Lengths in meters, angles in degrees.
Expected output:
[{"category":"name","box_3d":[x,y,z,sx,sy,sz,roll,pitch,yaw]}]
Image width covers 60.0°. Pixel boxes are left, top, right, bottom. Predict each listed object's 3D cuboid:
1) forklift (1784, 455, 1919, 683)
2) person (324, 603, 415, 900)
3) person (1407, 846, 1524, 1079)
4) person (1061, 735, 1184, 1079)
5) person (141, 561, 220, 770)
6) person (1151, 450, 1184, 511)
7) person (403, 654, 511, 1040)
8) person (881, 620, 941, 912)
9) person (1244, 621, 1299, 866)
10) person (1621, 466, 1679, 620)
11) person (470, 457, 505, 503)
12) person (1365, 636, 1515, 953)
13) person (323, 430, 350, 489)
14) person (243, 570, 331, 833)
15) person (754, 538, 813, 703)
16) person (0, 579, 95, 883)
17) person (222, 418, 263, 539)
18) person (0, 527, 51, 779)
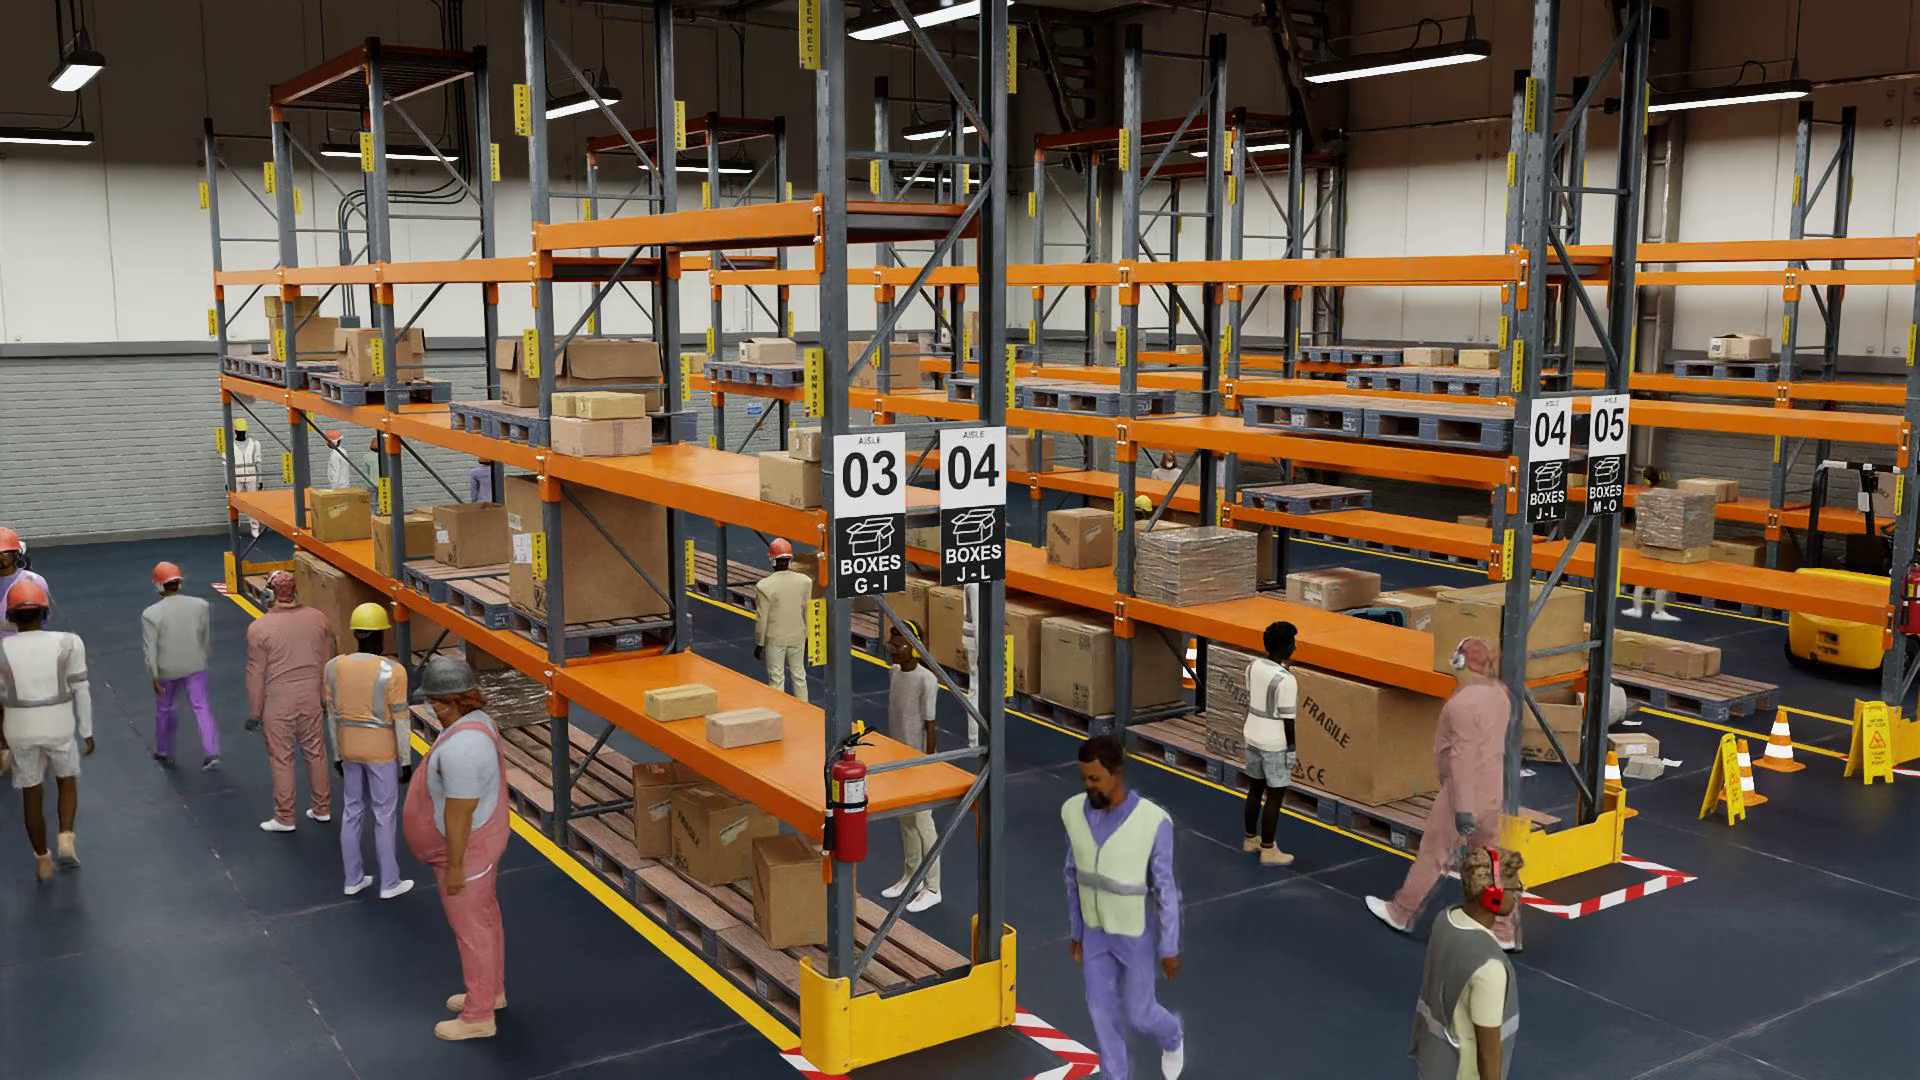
[{"category":"forklift","box_3d":[9.643,0.253,17.172,2.313,2.155,1.214,-6,10,-33]},{"category":"person","box_3d":[-3.801,1.357,10.750,0.584,1.918,0.407,2,9,13]},{"category":"person","box_3d":[1.922,2.059,6.361,0.384,1.833,0.560,0,9,0]},{"category":"person","box_3d":[0.796,1.808,7.843,0.614,1.882,0.719,6,11,37]},{"category":"person","box_3d":[-6.378,1.027,13.627,0.873,1.714,0.565,8,12,44]},{"category":"person","box_3d":[2.979,-0.481,23.916,0.499,1.633,0.289,-1,9,-4]},{"category":"person","box_3d":[-2.656,1.588,8.789,0.537,2.000,0.684,-1,9,-9]},{"category":"person","box_3d":[-0.315,1.413,10.562,0.333,1.862,0.509,-5,10,-32]},{"category":"person","box_3d":[2.126,1.381,11.344,0.322,1.685,0.542,-3,9,-21]},{"category":"person","box_3d":[8.283,0.044,19.787,0.651,1.835,0.328,7,11,39]},{"category":"person","box_3d":[-6.840,-0.518,24.162,0.507,1.633,0.277,-1,9,-7]},{"category":"person","box_3d":[2.955,1.505,9.986,0.951,1.848,0.686,7,11,41]},{"category":"person","box_3d":[-9.776,-0.864,26.105,0.349,1.743,0.563,-1,9,-8]},{"category":"person","box_3d":[-4.889,1.160,12.093,0.403,1.908,0.653,6,11,37]},{"category":"person","box_3d":[-1.562,0.853,14.631,0.563,1.753,0.327,-6,10,-34]},{"category":"person","box_3d":[-6.082,1.262,10.986,0.638,2.030,0.420,-5,10,-30]},{"category":"person","box_3d":[-11.302,-0.968,26.236,0.584,1.917,0.402,-6,11,-36]},{"category":"person","box_3d":[-7.578,0.911,13.277,0.608,2.048,0.369,0,9,-2]}]
